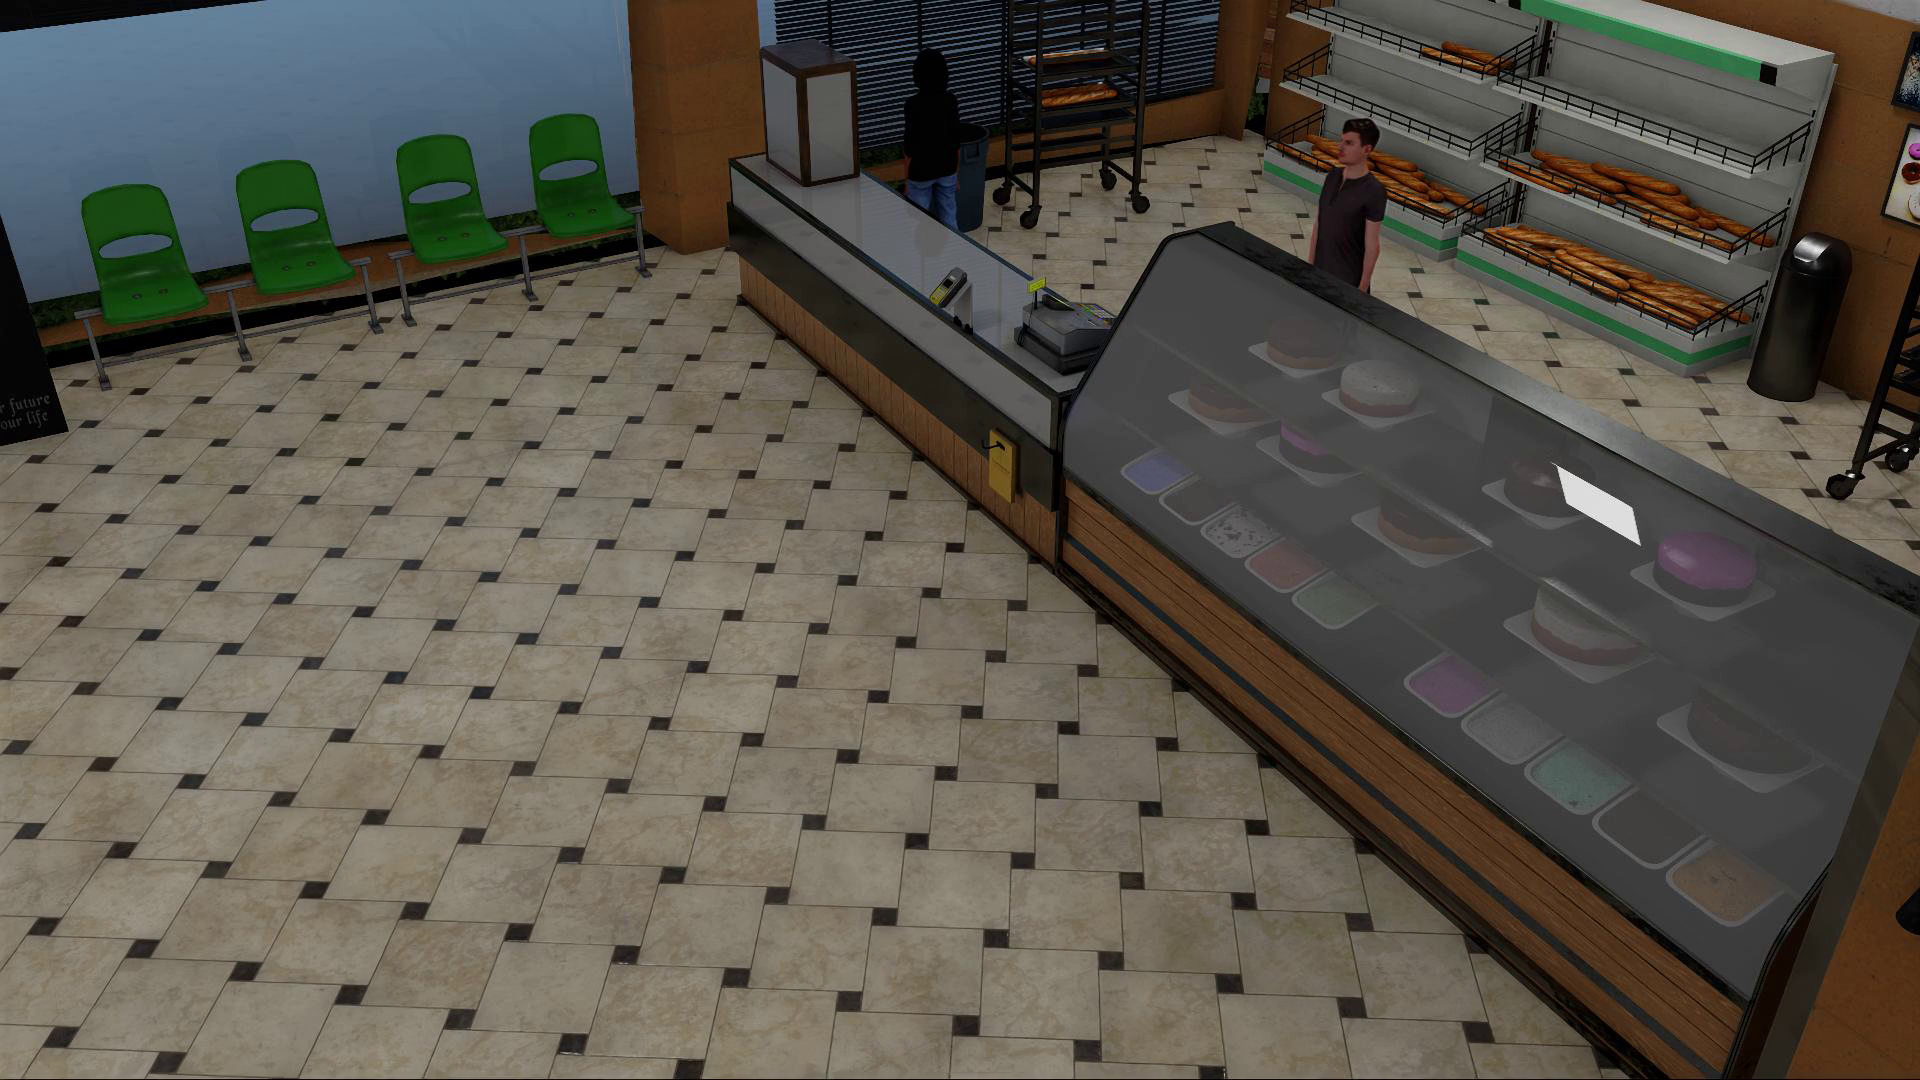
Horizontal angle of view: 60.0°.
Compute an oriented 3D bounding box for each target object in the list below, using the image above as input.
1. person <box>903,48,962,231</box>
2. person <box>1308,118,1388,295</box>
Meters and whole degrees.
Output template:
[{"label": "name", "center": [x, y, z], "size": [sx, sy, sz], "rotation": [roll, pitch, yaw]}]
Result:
[{"label": "person", "center": [-0.187, -2.395, 10.983], "size": [0.516, 1.702, 0.655], "rotation": [-12, 34, -18]}, {"label": "person", "center": [2.142, -1.459, 9.337], "size": [0.520, 1.853, 0.634], "rotation": [-17, 36, -25]}]
